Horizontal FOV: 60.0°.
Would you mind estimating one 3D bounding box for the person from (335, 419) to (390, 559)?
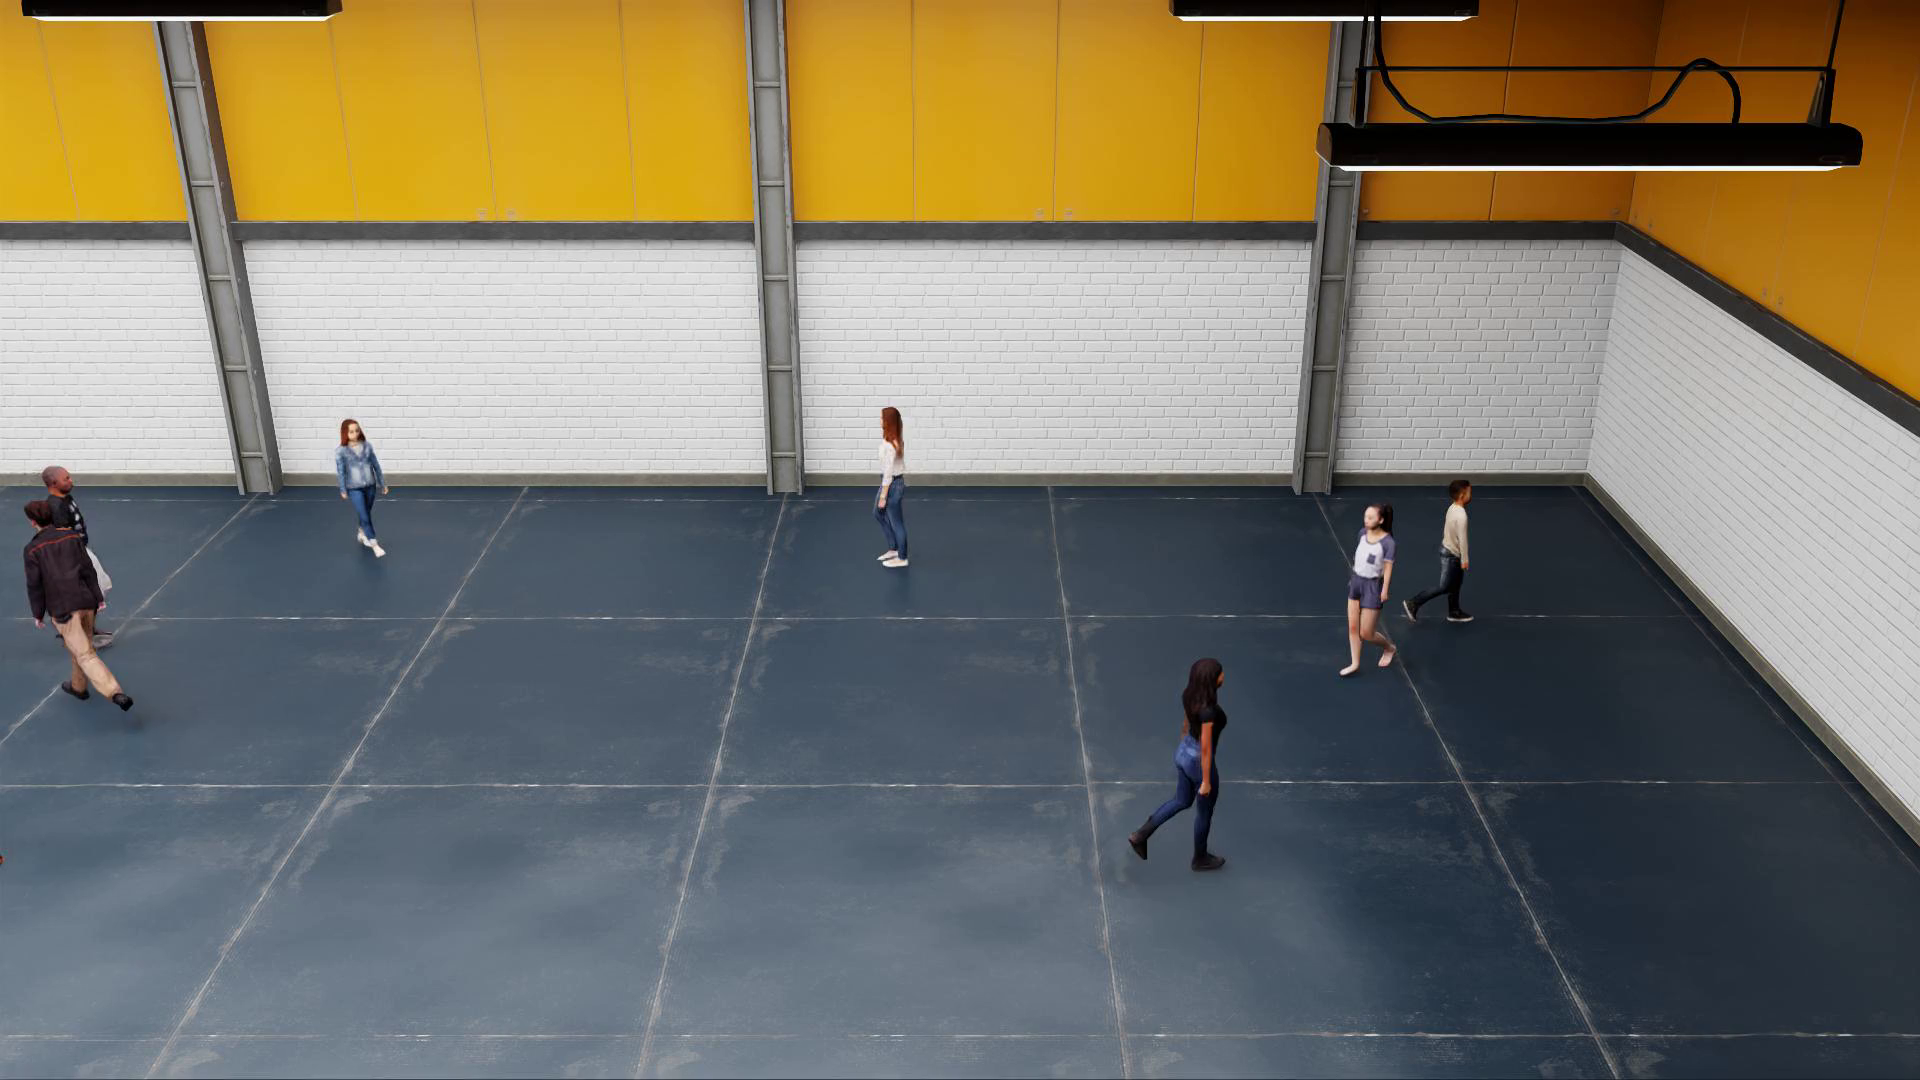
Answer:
[{"bbox_3d":[-6.202,-0.558,17.166,0.982,1.444,1.022,-20,31,-38],"label":"person"}]

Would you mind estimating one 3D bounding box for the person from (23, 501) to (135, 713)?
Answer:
[{"bbox_3d":[-7.372,0.620,13.944,1.371,1.866,1.151,15,28,30],"label":"person"}]

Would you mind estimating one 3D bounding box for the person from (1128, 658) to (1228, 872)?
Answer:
[{"bbox_3d":[1.597,1.630,11.810,1.027,1.724,0.746,-7,24,-15],"label":"person"}]

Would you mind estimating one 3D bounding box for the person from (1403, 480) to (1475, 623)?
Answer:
[{"bbox_3d":[4.540,0.141,15.566,0.937,1.444,0.606,2,24,5],"label":"person"}]

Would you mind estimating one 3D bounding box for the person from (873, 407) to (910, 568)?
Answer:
[{"bbox_3d":[-0.592,-0.523,16.741,0.561,1.720,0.590,0,24,0],"label":"person"}]

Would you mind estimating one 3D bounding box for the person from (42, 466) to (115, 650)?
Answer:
[{"bbox_3d":[-8.096,0.191,15.017,0.738,1.792,0.737,-7,25,-15],"label":"person"}]

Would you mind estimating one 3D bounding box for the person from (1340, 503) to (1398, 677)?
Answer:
[{"bbox_3d":[3.655,0.435,14.655,0.857,1.636,0.762,-11,26,-23],"label":"person"}]
